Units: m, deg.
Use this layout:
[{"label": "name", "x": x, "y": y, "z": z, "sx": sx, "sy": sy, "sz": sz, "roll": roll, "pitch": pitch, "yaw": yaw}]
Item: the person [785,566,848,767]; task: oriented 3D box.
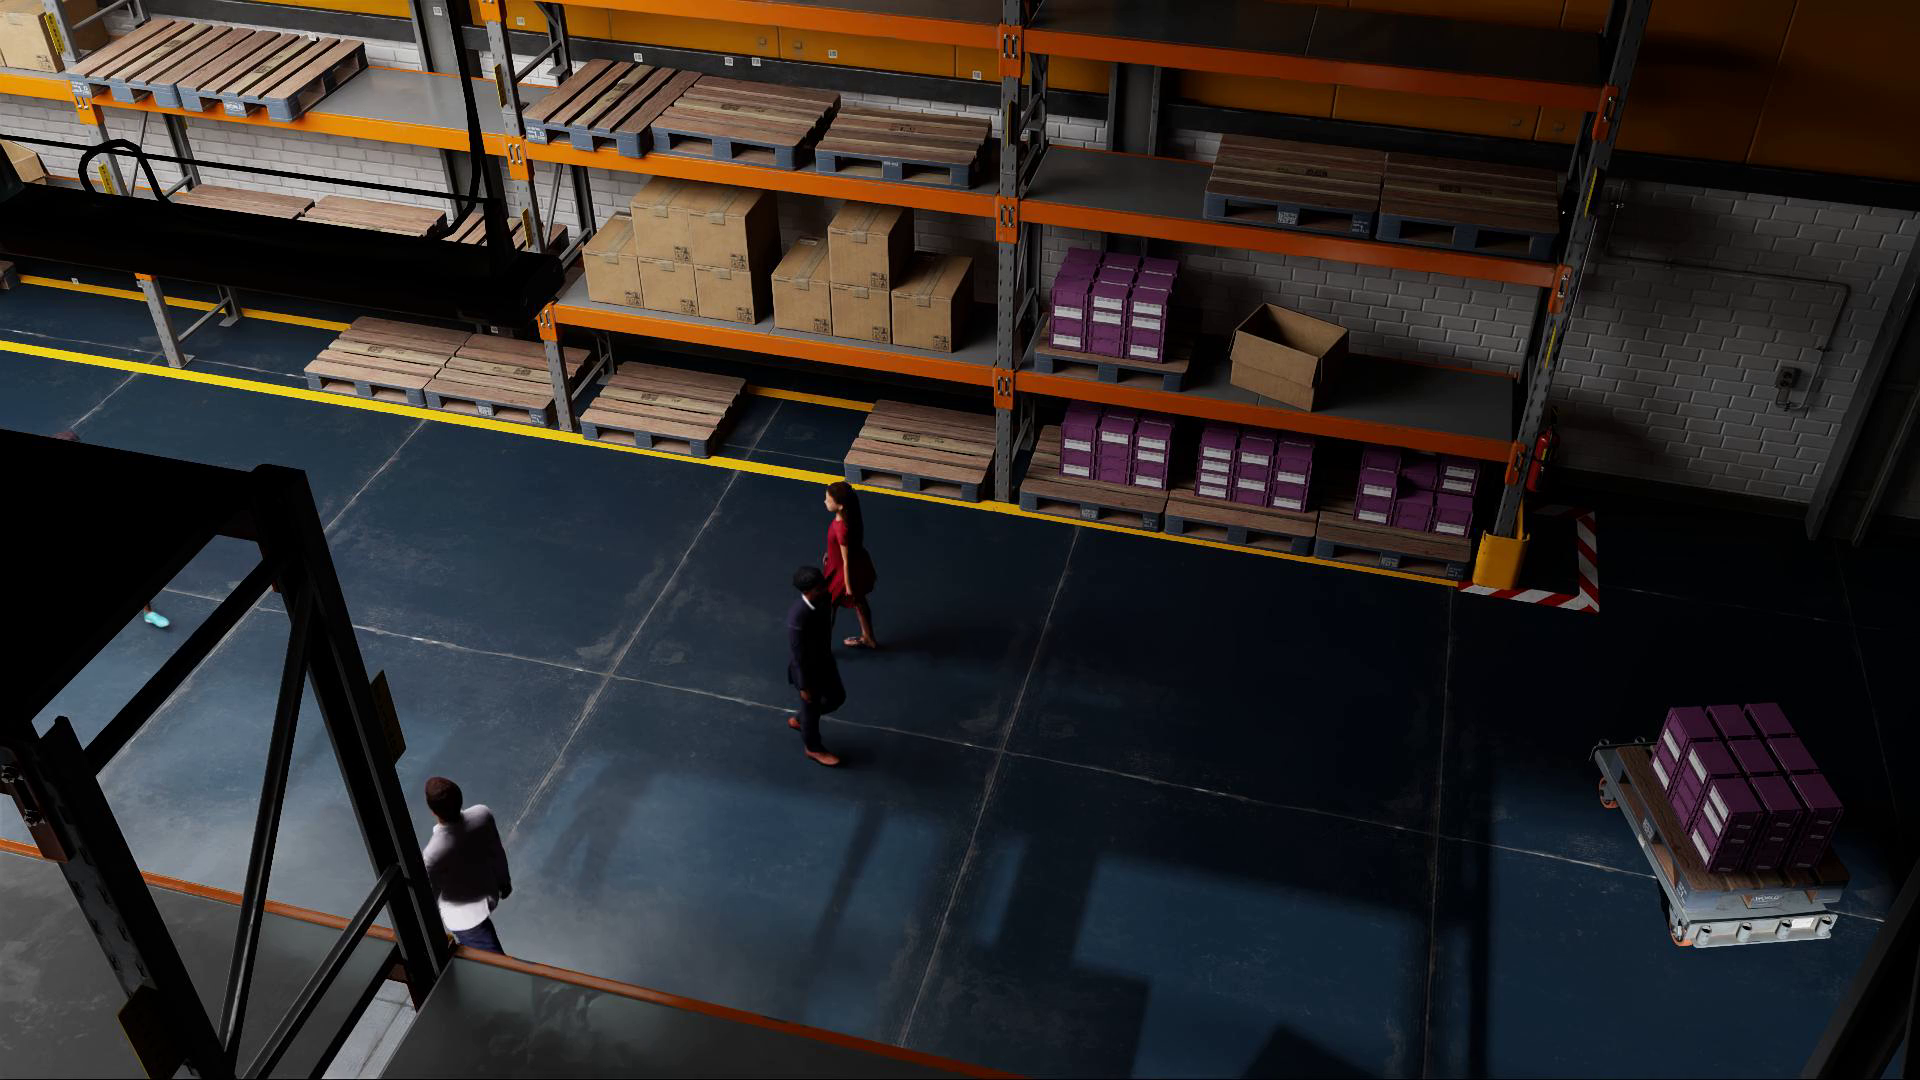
[{"label": "person", "x": -1.071, "y": 0.833, "z": 11.182, "sx": 0.734, "sy": 1.717, "sz": 0.711, "roll": 17, "pitch": 42, "yaw": 20}]

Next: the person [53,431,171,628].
[{"label": "person", "x": -6.461, "y": -0.089, "z": 12.357, "sx": 1.164, "sy": 1.691, "sz": 0.842, "roll": 25, "pitch": 45, "yaw": 28}]

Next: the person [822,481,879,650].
[{"label": "person", "x": -0.754, "y": 0.209, "z": 12.110, "sx": 0.862, "sy": 1.535, "sz": 0.619, "roll": 4, "pitch": 39, "yaw": 6}]

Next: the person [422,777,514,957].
[{"label": "person", "x": -2.726, "y": 2.113, "z": 9.510, "sx": 1.213, "sy": 1.803, "sz": 0.826, "roll": 16, "pitch": 41, "yaw": 19}]
